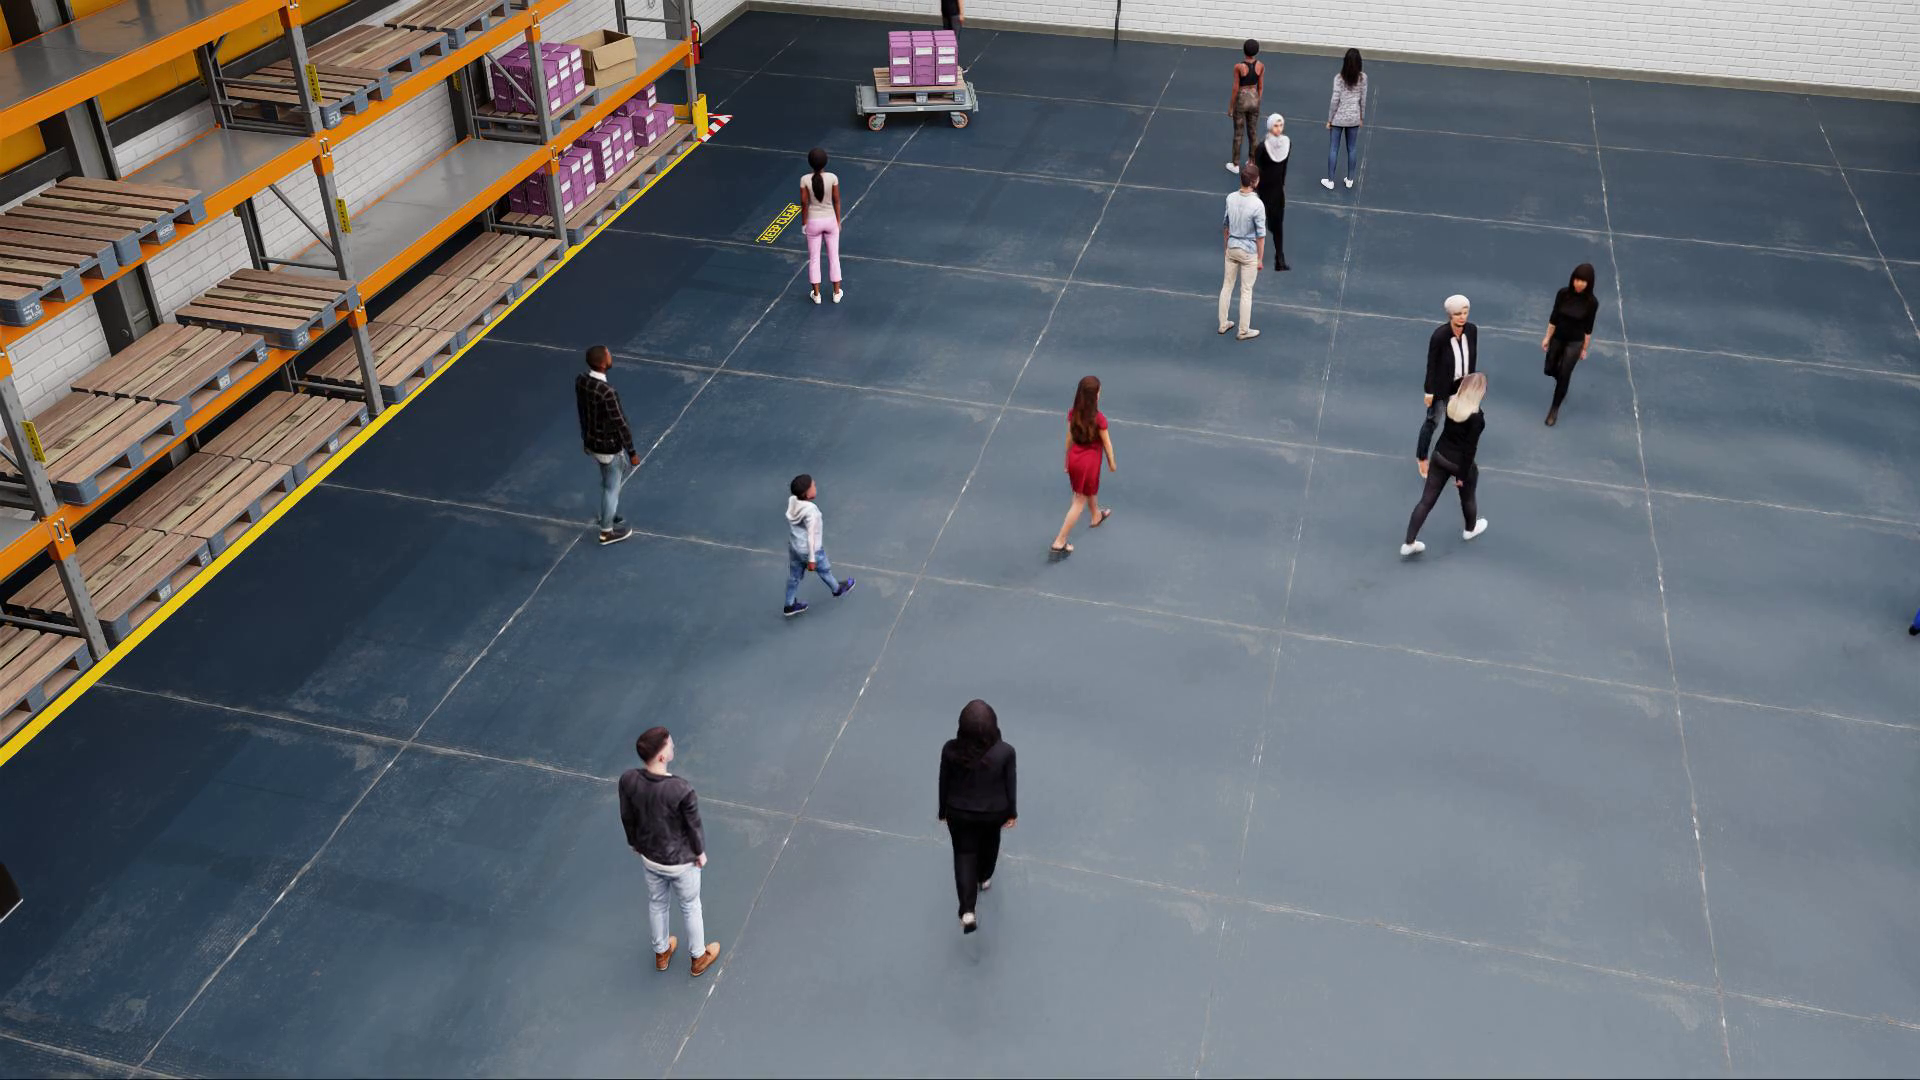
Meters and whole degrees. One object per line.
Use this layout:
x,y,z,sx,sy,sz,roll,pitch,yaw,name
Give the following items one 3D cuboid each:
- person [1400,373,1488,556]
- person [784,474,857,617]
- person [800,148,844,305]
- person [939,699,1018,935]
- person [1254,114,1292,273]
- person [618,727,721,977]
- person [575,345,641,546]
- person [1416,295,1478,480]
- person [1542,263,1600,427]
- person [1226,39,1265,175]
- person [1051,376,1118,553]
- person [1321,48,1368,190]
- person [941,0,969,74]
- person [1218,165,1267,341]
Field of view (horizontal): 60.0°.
3.972,-0.580,13.687,1.186,1.636,1.090,-20,39,-27,person
-1.261,0.065,13.085,0.924,1.228,0.799,-24,41,-32,person
-1.479,-3.366,17.782,0.645,1.741,0.637,-4,34,-7,person
0.111,1.720,10.264,0.836,1.594,1.100,-1,34,-1,person
3.390,-3.908,18.612,1.048,1.726,1.237,-11,35,-16,person
-1.726,1.856,9.842,0.649,1.835,0.529,9,35,13,person
-3.022,-0.742,13.778,0.840,1.805,0.803,-25,41,-33,person
4.325,-1.350,14.573,0.835,1.779,0.772,-10,35,-15,person
5.749,-1.899,15.681,0.754,1.625,0.920,22,39,29,person
3.614,-5.492,21.019,0.654,1.699,0.666,-6,34,-9,person
1.003,-0.599,13.823,0.864,1.516,1.146,27,42,34,person
4.763,-5.218,20.578,0.689,1.731,0.659,-4,34,-7,person
-0.132,-7.786,24.347,0.736,1.836,0.701,-22,40,-30,person
2.899,-2.962,17.078,0.733,1.848,0.726,28,43,35,person
